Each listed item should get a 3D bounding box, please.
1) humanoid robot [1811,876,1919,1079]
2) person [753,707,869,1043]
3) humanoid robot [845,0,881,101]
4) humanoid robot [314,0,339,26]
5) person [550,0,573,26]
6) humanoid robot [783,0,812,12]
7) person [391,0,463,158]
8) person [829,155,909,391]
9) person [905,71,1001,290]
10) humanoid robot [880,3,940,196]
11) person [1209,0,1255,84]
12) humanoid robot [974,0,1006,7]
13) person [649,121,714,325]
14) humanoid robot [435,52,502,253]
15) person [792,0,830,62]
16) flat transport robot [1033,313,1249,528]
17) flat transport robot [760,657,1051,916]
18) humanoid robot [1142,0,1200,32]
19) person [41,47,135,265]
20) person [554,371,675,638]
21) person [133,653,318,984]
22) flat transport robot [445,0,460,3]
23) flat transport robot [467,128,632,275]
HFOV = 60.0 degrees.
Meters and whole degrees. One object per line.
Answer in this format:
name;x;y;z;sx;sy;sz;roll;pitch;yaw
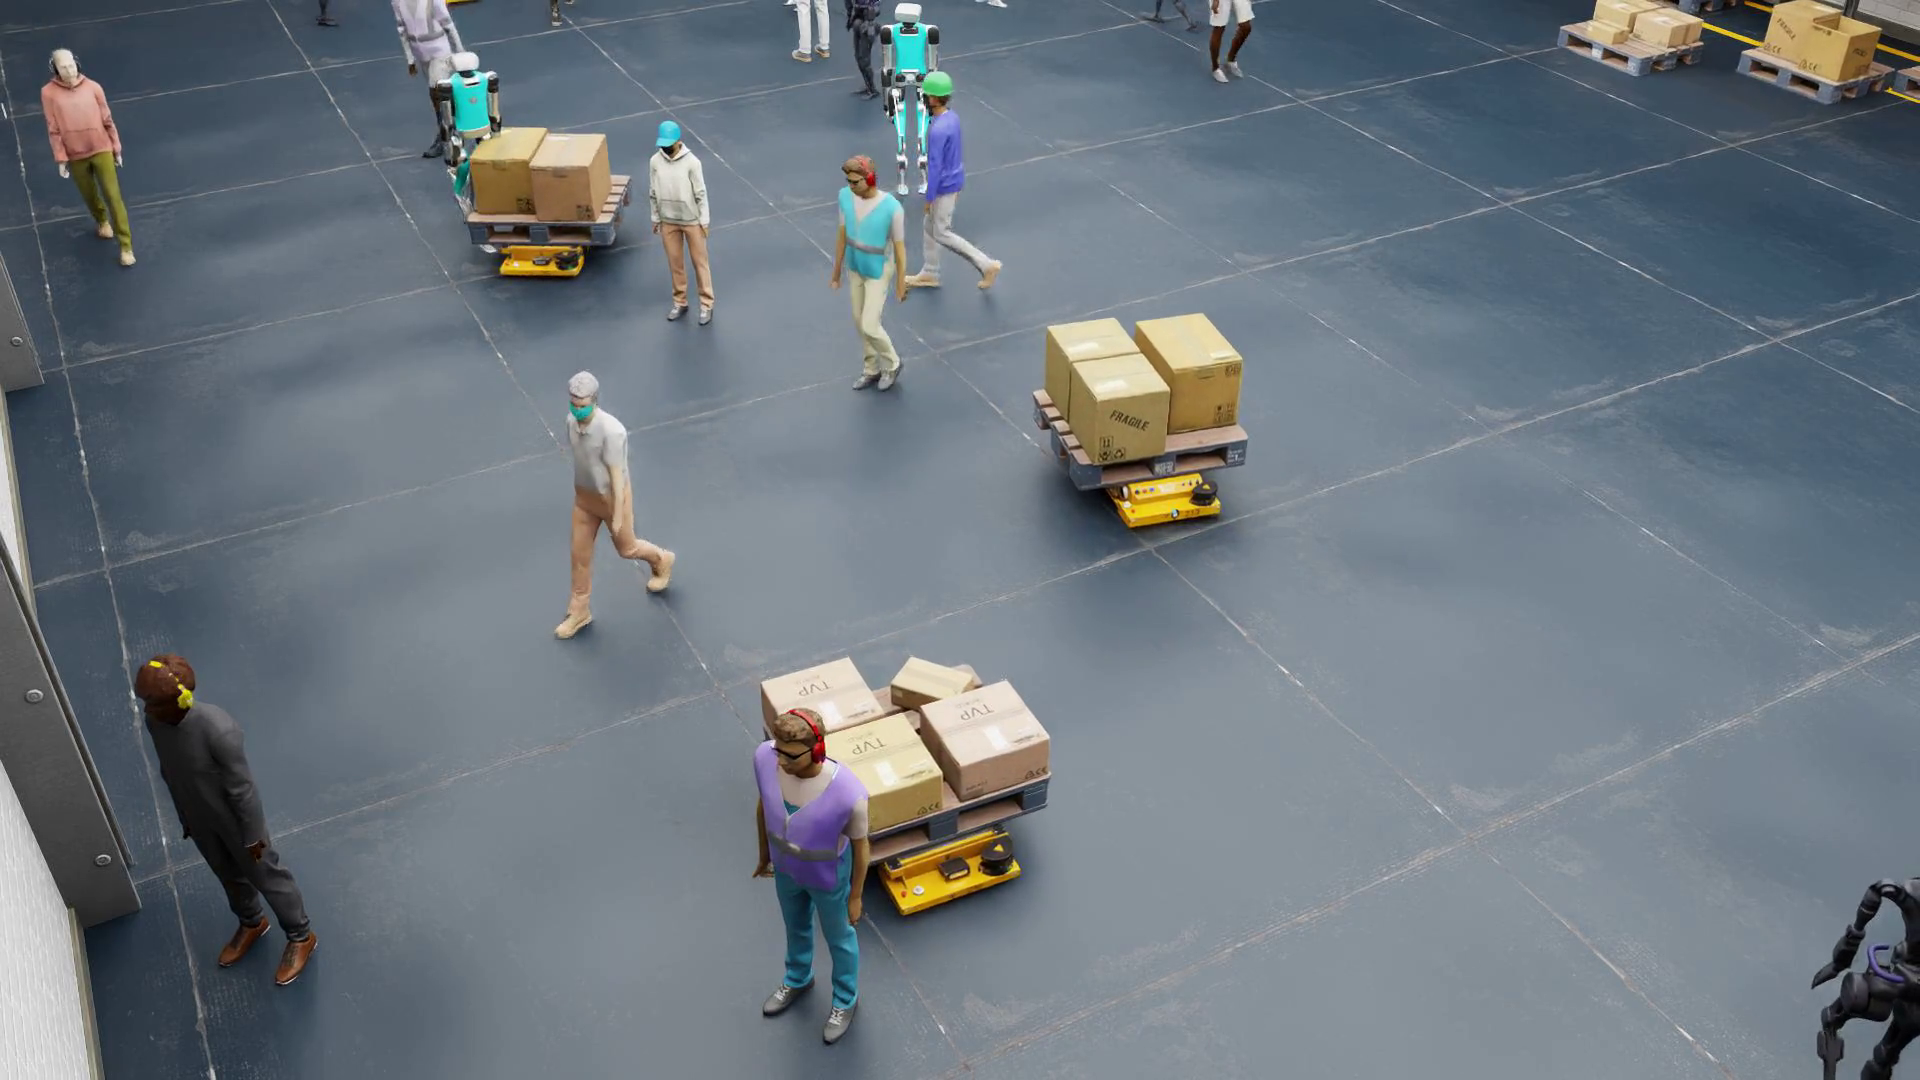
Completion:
humanoid robot;3.890;1.836;6.866;0.587;1.643;0.364;8;36;12
person;-0.639;1.439;7.286;0.563;1.847;0.389;19;39;25
humanoid robot;-1.016;-5.393;17.210;0.350;1.641;0.613;-18;39;-24
humanoid robot;-7.452;-6.794;19.207;0.427;1.645;0.591;0;35;-1
person;-4.691;-7.047;19.326;0.638;1.935;0.697;-8;36;-12
humanoid robot;-1.850;-7.050;19.385;0.735;1.677;0.533;-19;39;-25
person;-5.063;-4.720;16.051;0.567;1.885;0.854;13;37;17
person;-0.648;-1.934;12.124;0.591;1.819;0.452;28;44;34
person;-0.063;-2.866;13.434;0.756;1.847;0.468;5;35;7
humanoid robot;-0.446;-3.860;14.831;0.533;1.677;0.735;1;35;1
person;2.838;-5.771;17.512;0.570;1.923;0.518;-16;38;-21
humanoid robot;0.405;-7.172;19.692;0.834;1.796;0.598;-3;35;-5
person;-2.190;-2.489;13.050;0.479;1.669;0.391;7;36;10
humanoid robot;-4.296;-3.417;14.334;0.557;1.756;0.990;-23;41;-29
person;-1.656;-6.190;18.146;0.582;1.884;0.351;-22;41;-28
flat transport robot;1.230;-0.585;11.550;0.659;0.231;1.431;-9;36;-13
flat transport robot;-0.287;1.349;8.789;0.659;0.231;1.431;-15;38;-20
humanoid robot;2.474;-6.686;19.097;0.780;1.649;0.612;20;39;26
person;-7.382;-3.298;14.083;0.517;1.809;0.888;-14;37;-19
person;-2.095;-0.264;9.836;0.482;1.708;0.838;20;40;26
person;-3.344;1.252;7.542;0.486;1.866;0.350;13;37;17
flat transport robot;-6.481;-6.951;20.640;0.659;0.231;1.431;-18;39;-24
flat transport robot;-3.538;-2.696;14.565;0.659;0.231;1.431;1;35;1
